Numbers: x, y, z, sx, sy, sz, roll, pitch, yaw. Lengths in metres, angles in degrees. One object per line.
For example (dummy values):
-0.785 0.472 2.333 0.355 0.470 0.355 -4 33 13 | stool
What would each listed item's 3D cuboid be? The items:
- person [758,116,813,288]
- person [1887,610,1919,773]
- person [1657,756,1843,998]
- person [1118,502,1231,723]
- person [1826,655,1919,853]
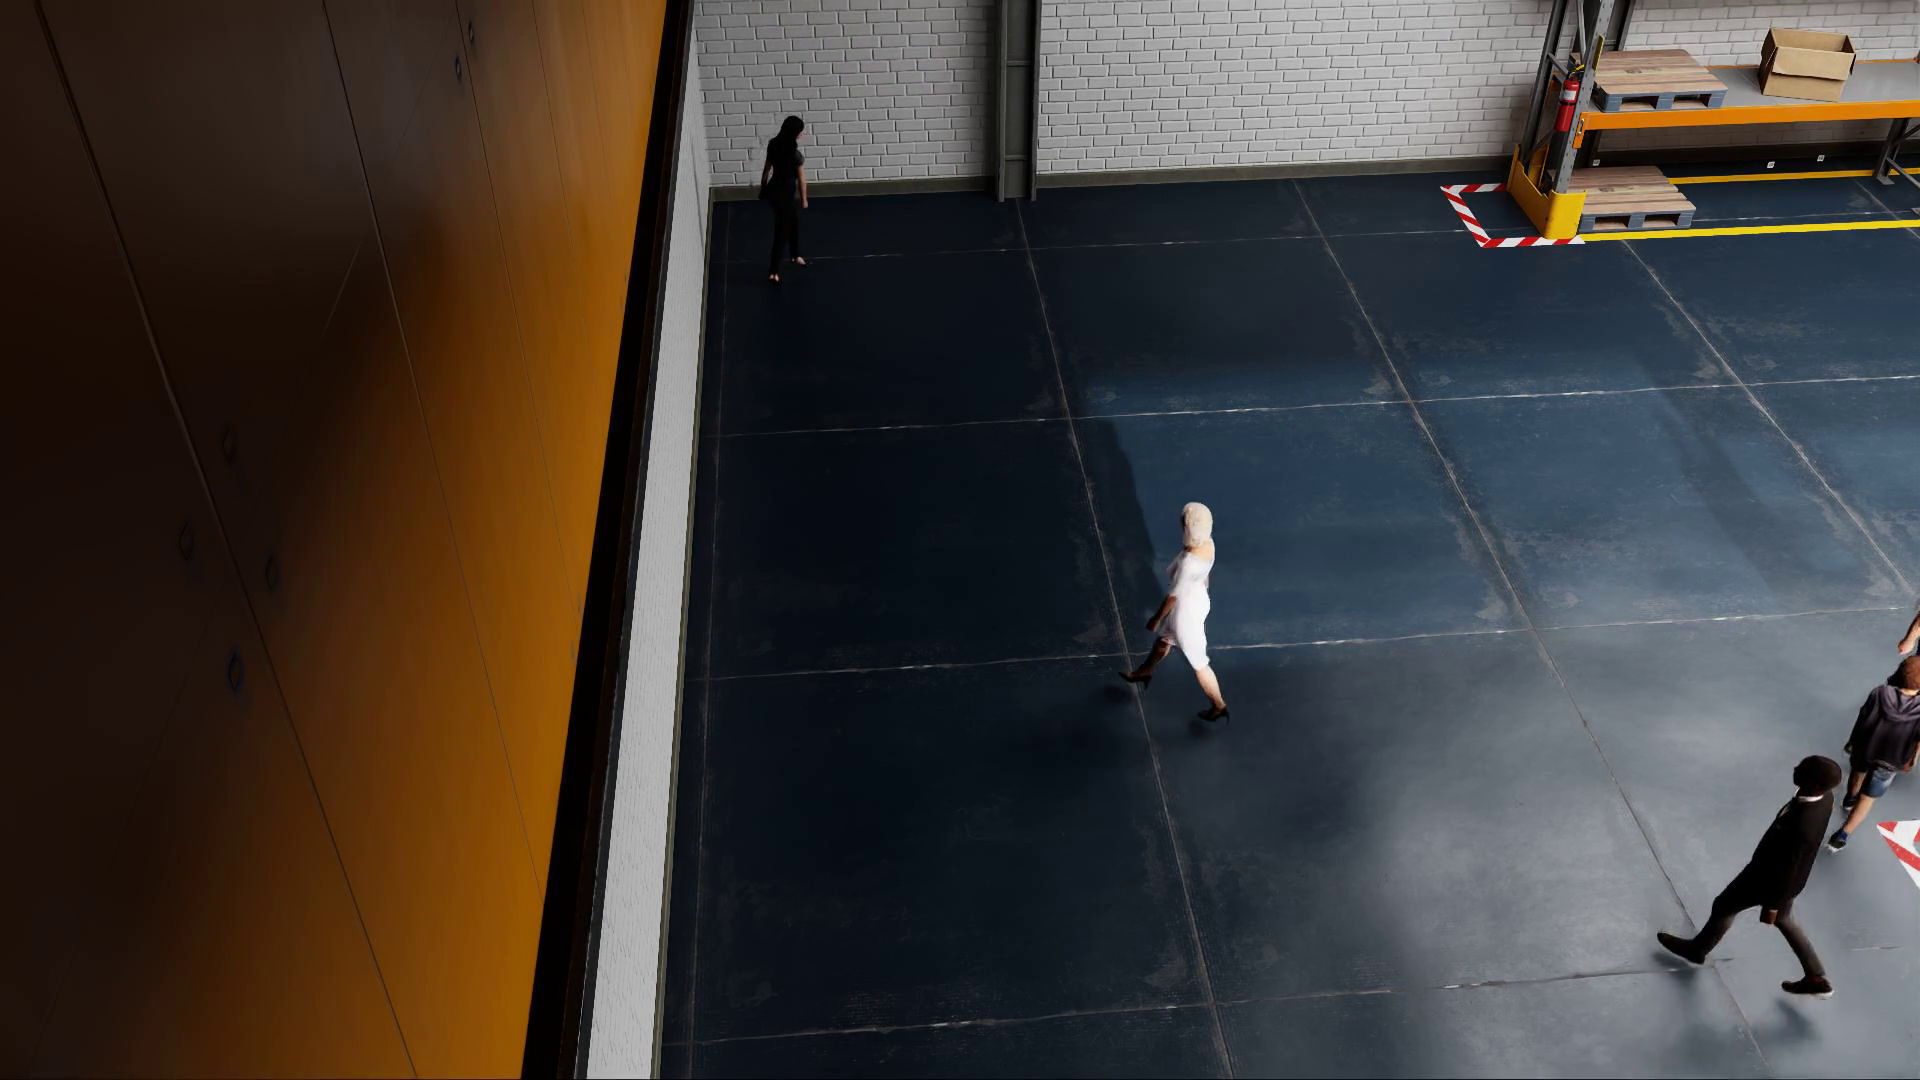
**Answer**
-1.707 -3.148 15.558 0.868 1.695 0.935 22 43 25 | person
6.398 0.569 10.807 1.111 1.815 0.845 -3 39 -4 | person
4.595 1.899 9.183 1.249 1.764 1.163 26 46 29 | person
1.570 0.531 10.945 1.145 1.702 0.922 17 41 20 | person
5.616 1.322 10.183 0.942 1.417 1.018 29 47 31 | person
